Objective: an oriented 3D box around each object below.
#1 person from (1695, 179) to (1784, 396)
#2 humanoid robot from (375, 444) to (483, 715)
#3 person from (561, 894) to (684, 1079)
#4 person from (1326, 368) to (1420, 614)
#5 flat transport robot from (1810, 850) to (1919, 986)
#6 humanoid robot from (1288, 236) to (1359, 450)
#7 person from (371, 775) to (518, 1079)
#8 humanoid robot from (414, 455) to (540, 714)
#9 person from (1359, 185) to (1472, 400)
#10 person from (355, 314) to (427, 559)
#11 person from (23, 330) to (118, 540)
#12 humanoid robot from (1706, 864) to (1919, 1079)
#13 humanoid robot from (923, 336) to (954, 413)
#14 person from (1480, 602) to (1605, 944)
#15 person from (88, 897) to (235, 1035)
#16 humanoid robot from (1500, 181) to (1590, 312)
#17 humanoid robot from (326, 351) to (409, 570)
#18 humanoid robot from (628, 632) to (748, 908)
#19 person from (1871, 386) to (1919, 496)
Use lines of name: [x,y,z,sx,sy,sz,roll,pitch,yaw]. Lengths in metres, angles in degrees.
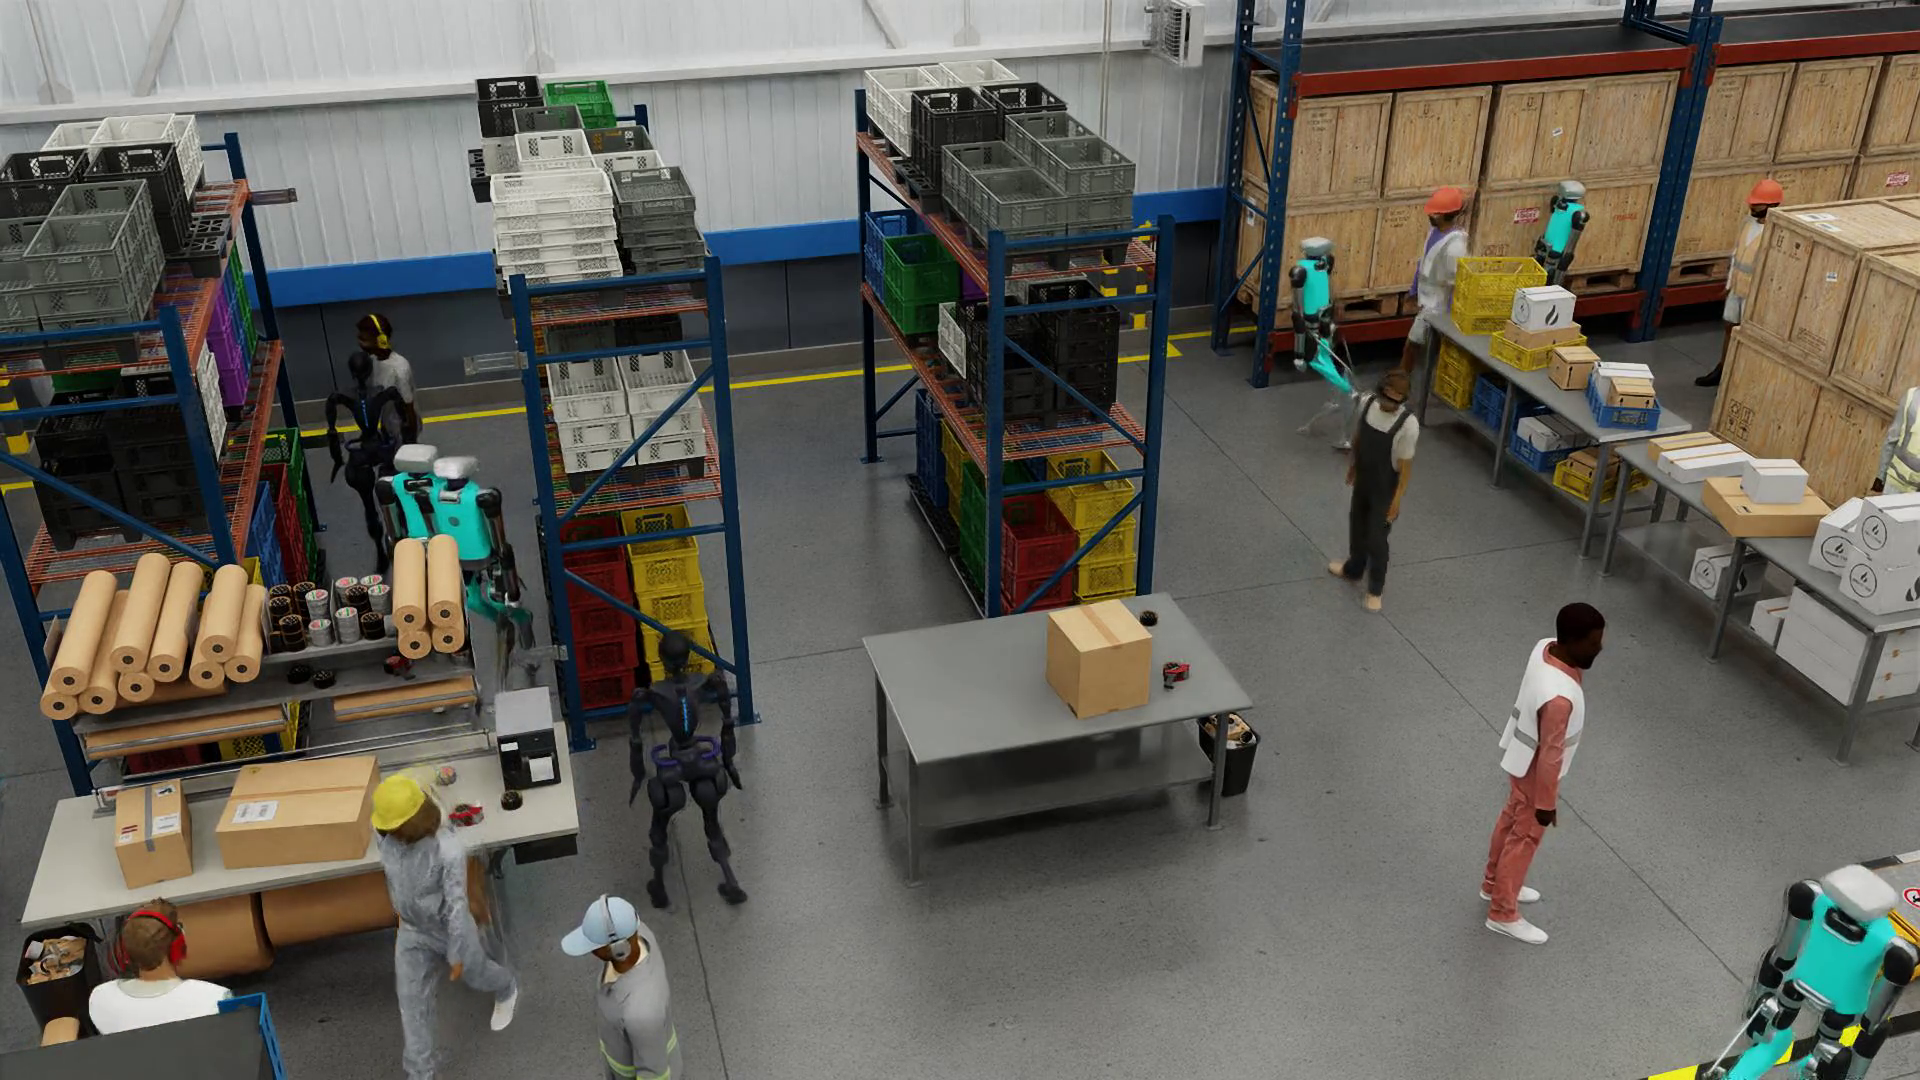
person: [6.790,-2.159,14.358,0.377,1.937,0.546,-6,29,-11]
humanoid robot: [-3.165,0.311,10.005,0.538,1.732,0.664,-4,29,-8]
person: [-1.302,2.139,6.630,0.395,1.848,0.587,-9,30,-15]
person: [2.778,-0.395,11.305,0.392,1.807,0.715,-16,32,-26]
flat transport robot: [5.163,1.916,8.676,1.431,0.231,0.659,-8,30,-14]
humanoid robot: [3.051,-1.524,13.443,0.875,1.763,0.540,23,37,36]
person: [-2.362,1.724,7.526,0.485,1.699,0.859,8,30,14]
humanoid robot: [-2.881,0.204,10.314,0.548,1.827,0.781,5,29,10]
person: [4.040,-2.038,14.079,1.032,2.010,0.625,0,29,0]
person: [-3.992,-0.735,11.855,0.341,1.861,0.513,-22,36,-34]
person: [-6.541,-0.885,12.129,0.504,1.858,0.343,15,32,25]
humanoid robot: [3.294,2.155,6.776,1.034,1.778,0.535,-16,33,-27]
humanoid robot: [-0.171,-1.679,13.770,0.423,1.639,0.612,-3,29,-6]
person: [2.905,1.143,8.371,0.380,1.916,0.590,6,29,11]
person: [-3.015,2.182,6.602,0.565,1.790,0.955,-1,29,-1]
humanoid robot: [5.076,-2.264,14.871,0.774,1.883,0.544,-4,29,-7]
humanoid robot: [-4.146,-0.554,11.706,0.601,1.654,0.332,-8,30,-15]
humanoid robot: [-1.410,1.191,8.553,0.584,1.637,0.429,-11,31,-19]
person: [6.488,-0.366,11.201,0.620,1.837,0.430,21,35,33]
